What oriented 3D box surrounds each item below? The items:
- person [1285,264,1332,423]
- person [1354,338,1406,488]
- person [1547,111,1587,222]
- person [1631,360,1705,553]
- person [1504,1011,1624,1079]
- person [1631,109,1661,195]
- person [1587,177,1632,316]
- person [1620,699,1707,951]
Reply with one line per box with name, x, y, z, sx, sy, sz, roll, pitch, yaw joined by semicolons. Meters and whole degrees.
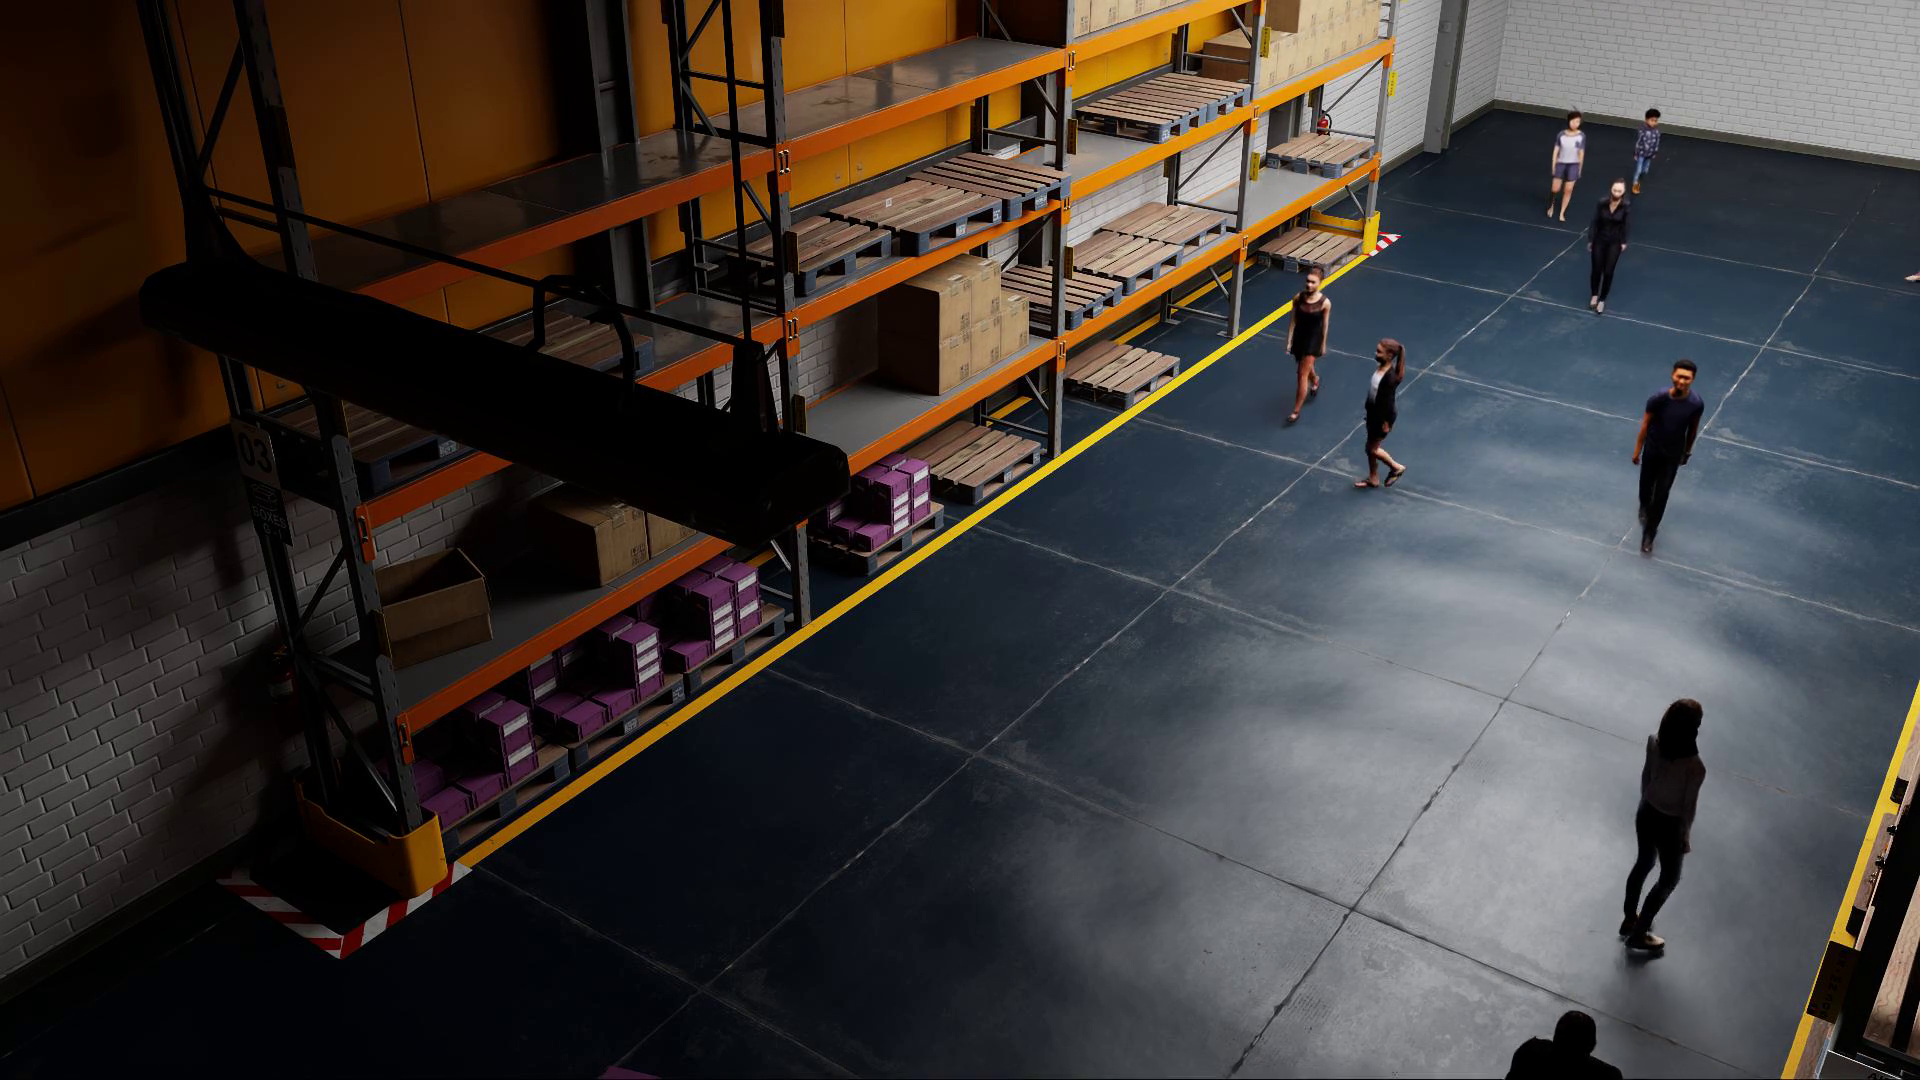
person;3.703;-2.106;17.547;0.568;1.639;1.103;20;34;32
person;4.124;-1.201;15.985;0.810;1.545;0.758;-3;29;-6
person;8.569;-5.299;23.489;0.648;1.553;0.673;6;29;10
person;6.374;-0.832;15.084;0.815;1.760;1.201;12;31;21
person;2.889;2.943;8.046;0.723;1.873;0.964;19;34;31
person;10.151;-5.786;24.709;0.671;1.241;0.743;0;29;1
person;7.860;-3.603;20.244;0.634;1.684;0.729;14;31;24
person;4.311;1.763;10.296;0.768;1.790;0.734;-10;30;-17
